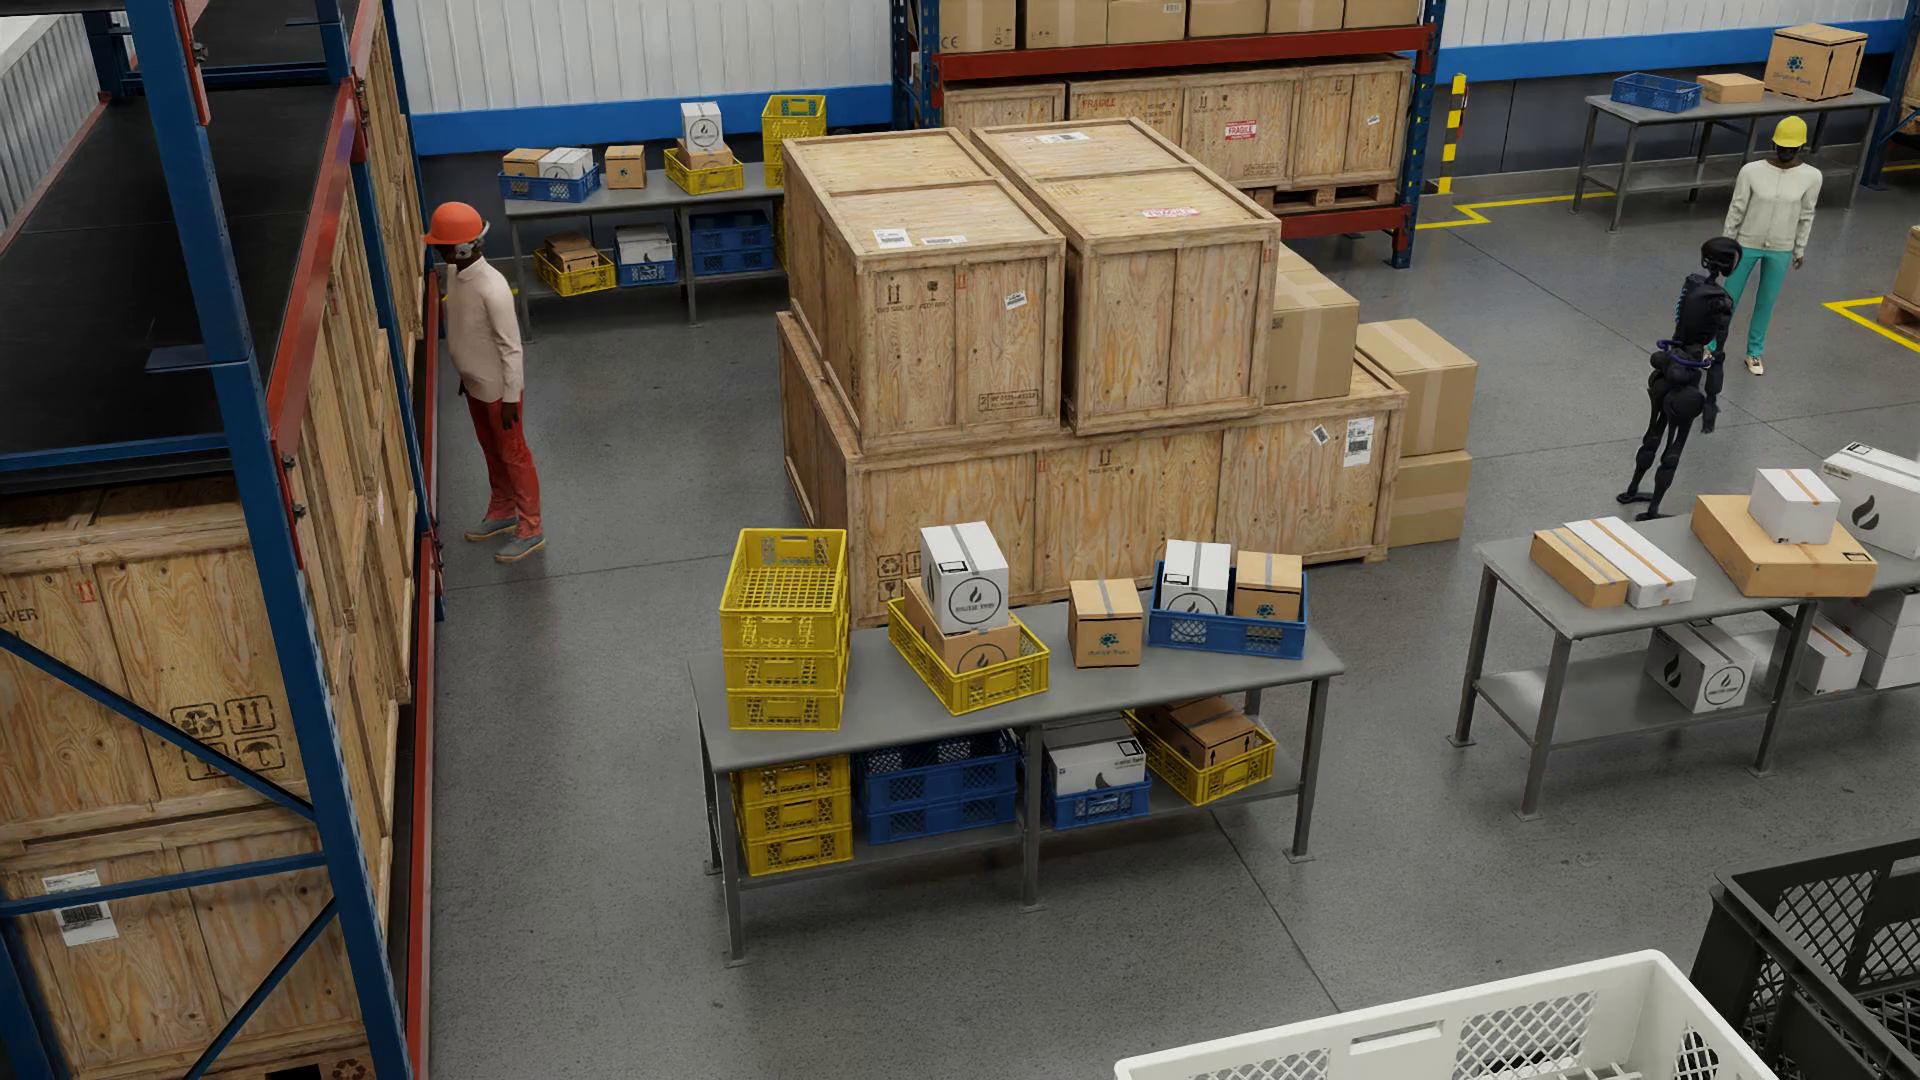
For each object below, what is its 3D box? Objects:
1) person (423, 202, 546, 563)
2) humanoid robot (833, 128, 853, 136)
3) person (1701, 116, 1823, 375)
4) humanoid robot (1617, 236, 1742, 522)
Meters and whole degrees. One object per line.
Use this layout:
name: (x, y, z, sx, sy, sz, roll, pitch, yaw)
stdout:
person: (-2.517, -0.833, 8.844, 0.388, 1.991, 0.610, -21, 35, -33)
humanoid robot: (-0.765, -1.934, 11.152, 0.590, 1.657, 0.327, 2, 29, 4)
person: (5.368, -1.952, 11.107, 0.532, 1.766, 0.325, 9, 30, 15)
humanoid robot: (4.041, -0.894, 9.277, 0.339, 1.651, 0.569, -2, 29, -3)
